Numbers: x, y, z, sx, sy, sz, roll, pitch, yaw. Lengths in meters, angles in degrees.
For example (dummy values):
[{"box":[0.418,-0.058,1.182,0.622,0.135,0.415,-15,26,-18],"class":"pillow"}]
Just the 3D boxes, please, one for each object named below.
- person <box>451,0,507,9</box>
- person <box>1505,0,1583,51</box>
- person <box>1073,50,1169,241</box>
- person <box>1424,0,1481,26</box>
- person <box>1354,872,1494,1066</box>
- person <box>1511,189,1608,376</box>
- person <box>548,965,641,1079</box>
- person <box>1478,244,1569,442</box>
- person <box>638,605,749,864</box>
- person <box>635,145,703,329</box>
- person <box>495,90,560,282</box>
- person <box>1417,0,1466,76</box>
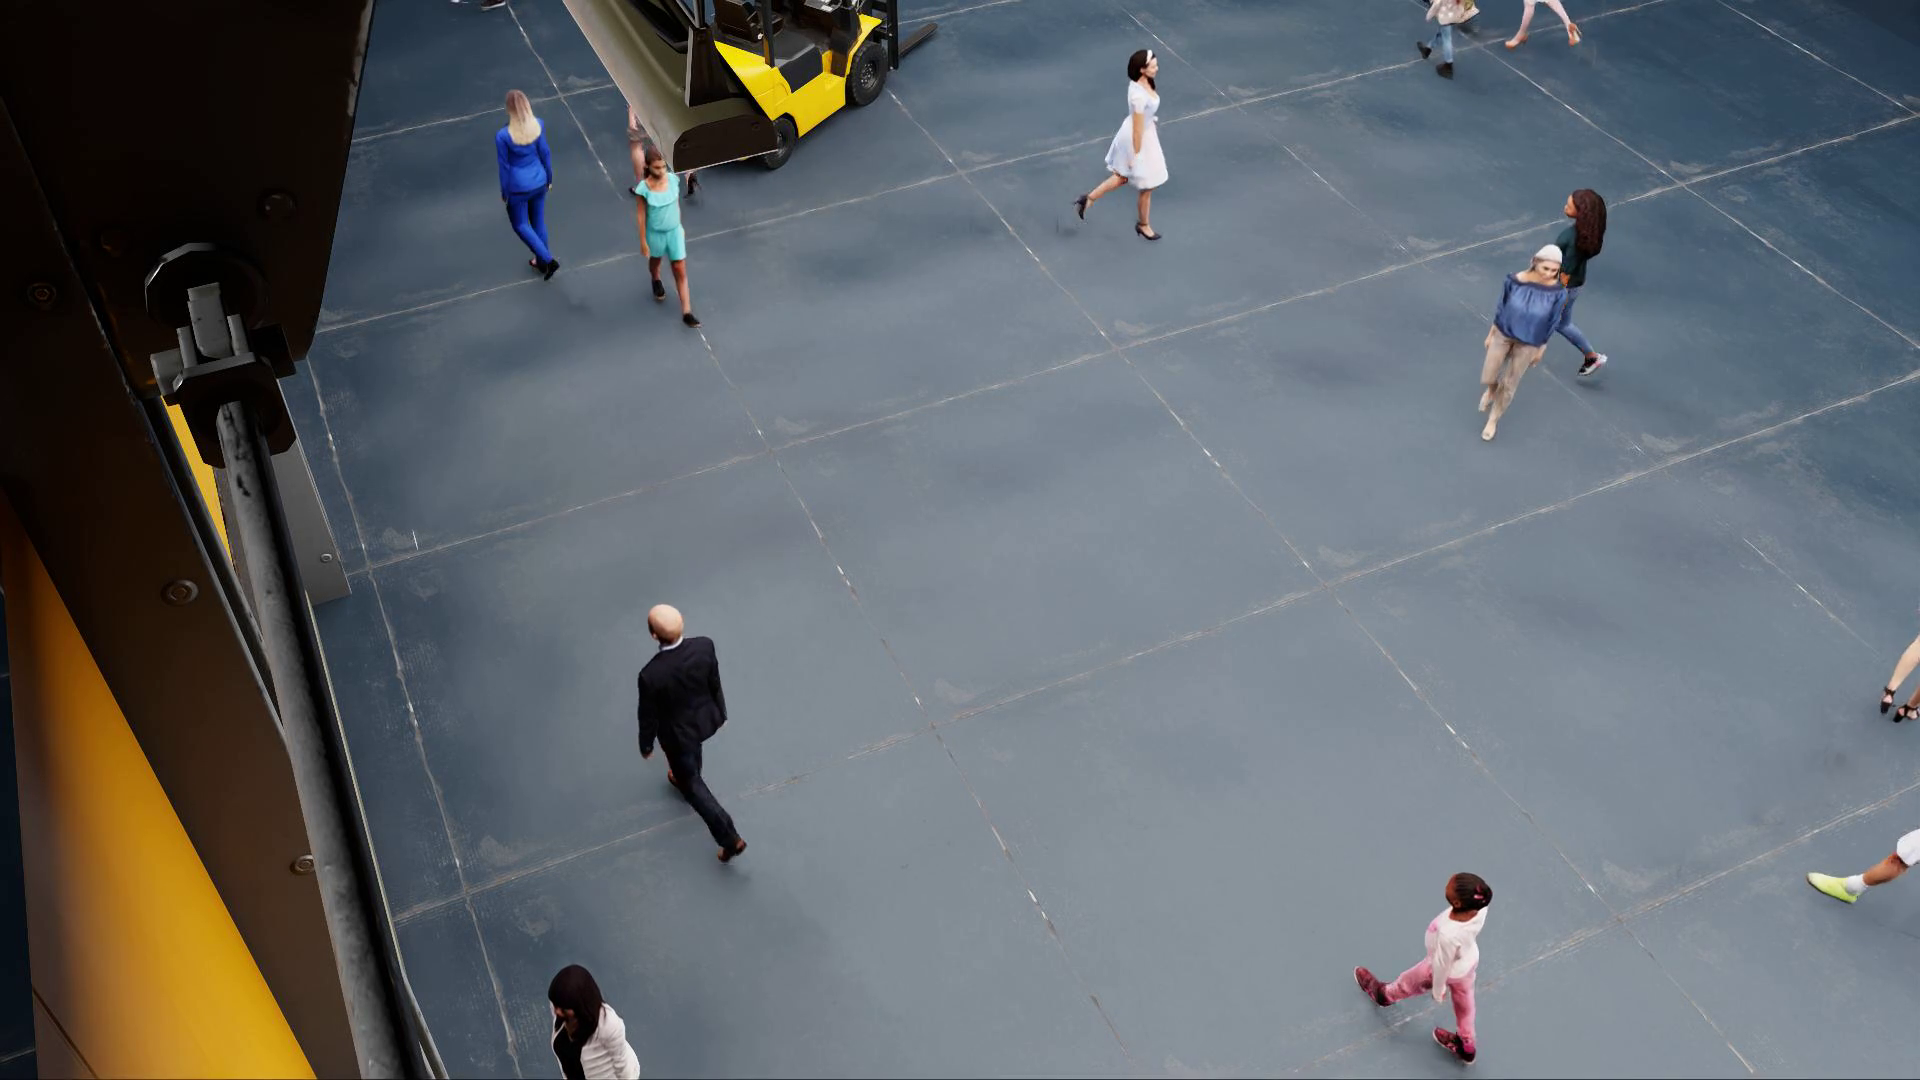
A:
[{"box":[-5.109,-6.429,17.403,1.008,1.746,1.042,-5,44,-5],"class":"person"},{"box":[5.923,-5.636,16.548,1.051,1.777,0.920,20,47,20],"class":"person"},{"box":[1.417,-3.322,14.106,1.030,1.796,1.085,4,44,4],"class":"person"},{"box":[5.219,-6.232,17.169,0.799,1.783,1.188,-26,49,-24],"class":"person"},{"box":[2.586,2.213,8.573,0.716,1.413,1.036,-30,51,-28],"class":"person"},{"box":[4.742,-1.941,12.809,1.109,1.585,0.964,22,48,22],"class":"person"},{"box":[-1.736,2.542,8.066,0.668,1.636,0.759,22,48,21],"class":"person"},{"box":[4.134,-1.507,12.281,0.806,1.684,0.864,20,47,20],"class":"person"},{"box":[-1.511,1.106,9.473,0.928,1.774,1.233,-34,53,-30],"class":"person"},{"box":[-2.441,-2.514,13.465,0.647,1.509,1.107,-20,47,-20],"class":"person"},{"box":[-3.508,-2.870,13.713,0.911,1.683,0.795,33,53,30],"class":"person"},{"box":[4.883,-5.186,16.521,0.540,1.162,0.820,-21,48,-21],"class":"person"}]
